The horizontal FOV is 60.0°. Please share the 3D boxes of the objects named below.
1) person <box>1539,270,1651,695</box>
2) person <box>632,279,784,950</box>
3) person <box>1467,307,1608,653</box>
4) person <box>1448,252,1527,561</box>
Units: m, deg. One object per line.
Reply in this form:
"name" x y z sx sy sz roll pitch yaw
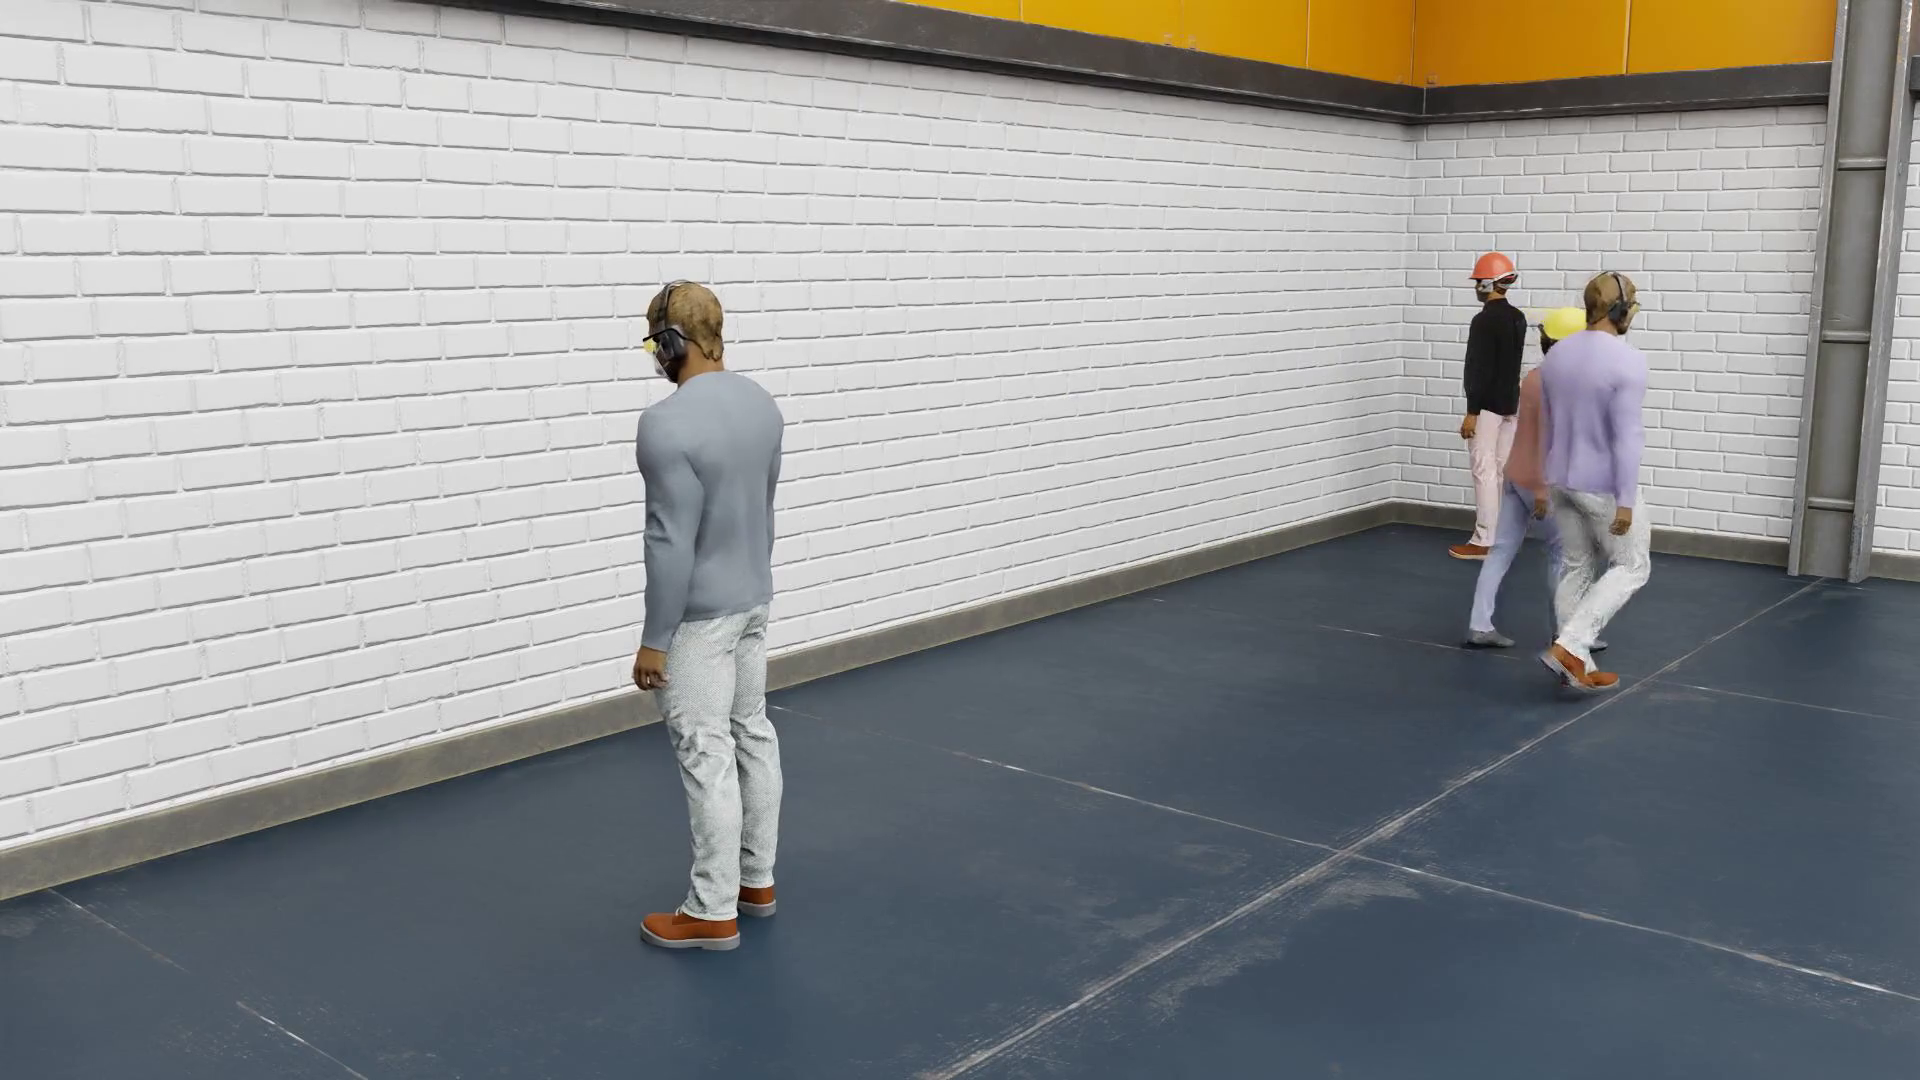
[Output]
"person" 2.836 -0.236 7.452 0.444 1.922 0.639 -4 11 -21
"person" -0.737 0.222 4.824 0.371 1.934 0.627 4 11 22
"person" 2.923 -0.282 8.247 0.773 1.721 0.648 0 10 2
"person" 3.442 -0.865 10.835 0.392 1.992 0.623 9 13 42
